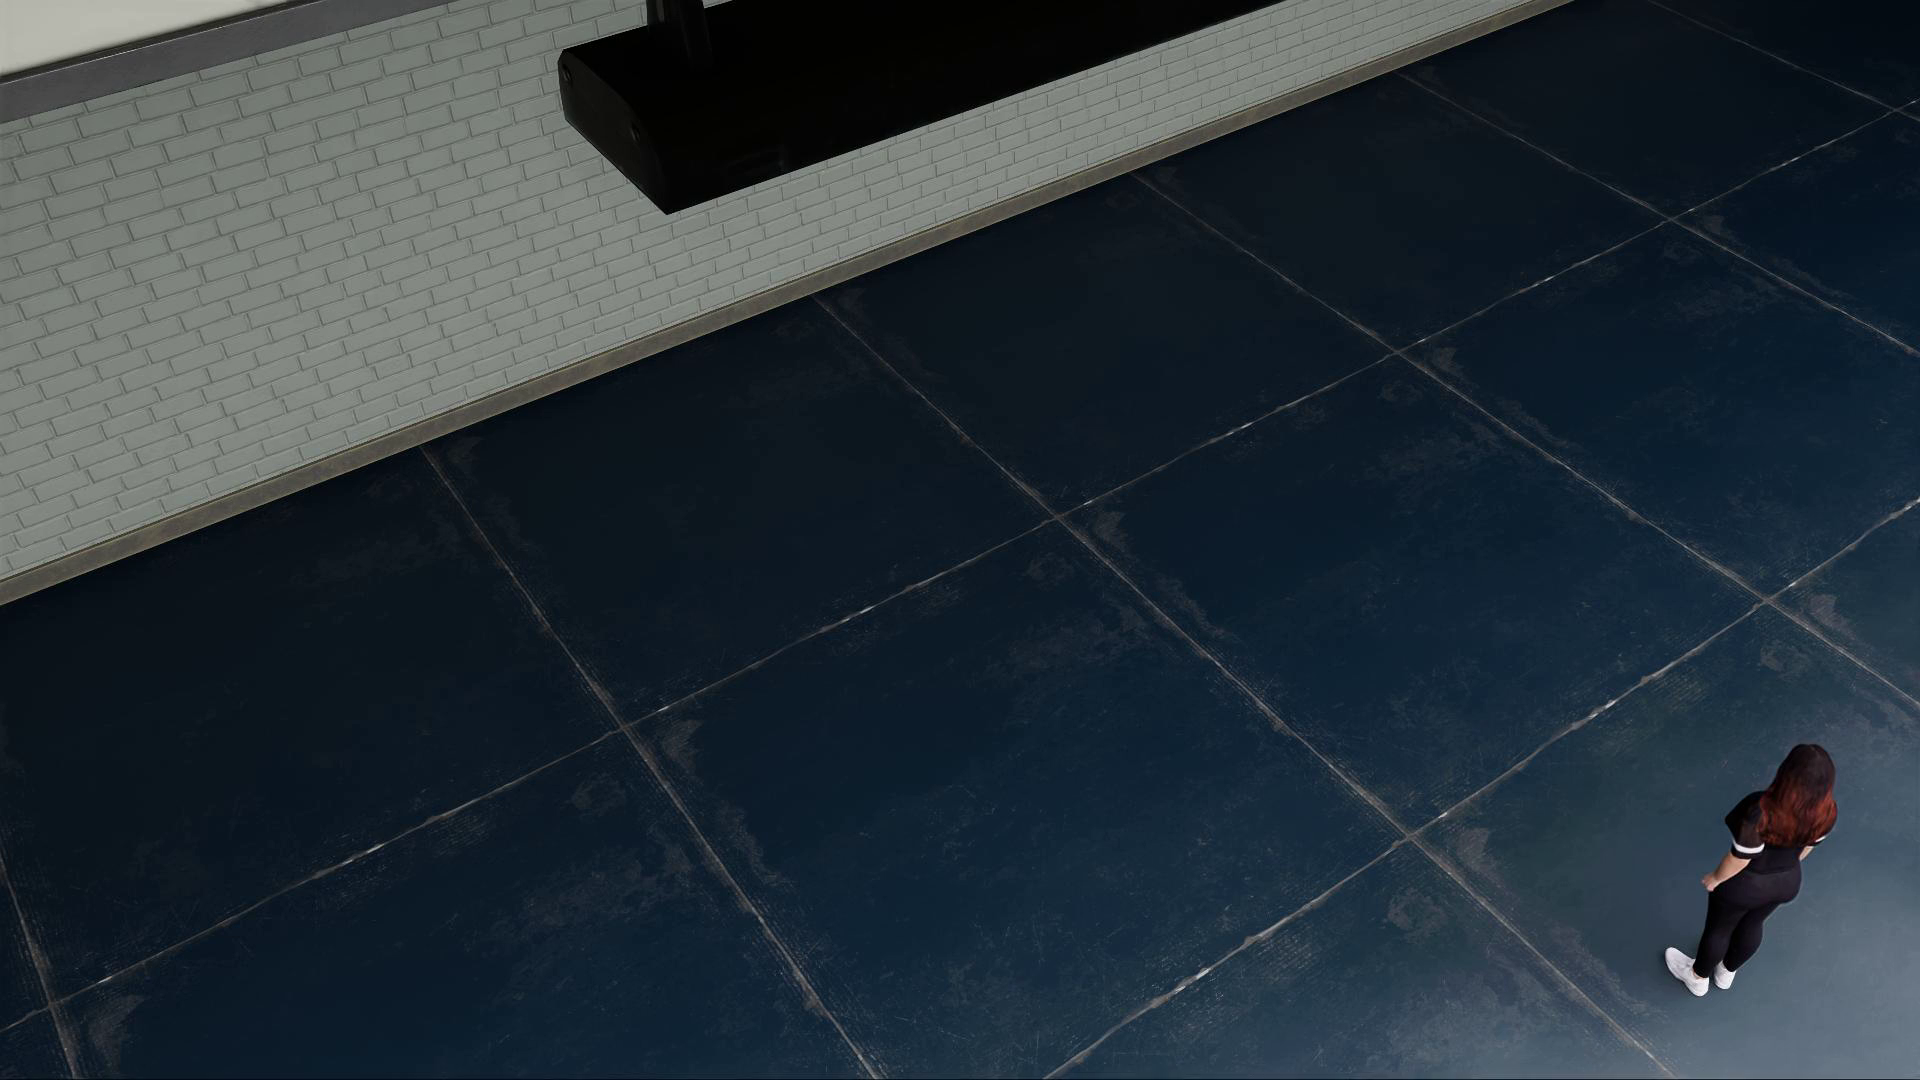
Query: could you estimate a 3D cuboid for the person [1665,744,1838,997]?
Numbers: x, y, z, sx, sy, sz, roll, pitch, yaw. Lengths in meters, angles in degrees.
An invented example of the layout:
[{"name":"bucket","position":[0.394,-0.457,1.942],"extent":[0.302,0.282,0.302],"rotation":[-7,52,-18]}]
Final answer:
[{"name":"person","position":[3.563,1.492,7.441],"extent":[0.692,1.639,0.702],"rotation":[-9,44,-9]}]
